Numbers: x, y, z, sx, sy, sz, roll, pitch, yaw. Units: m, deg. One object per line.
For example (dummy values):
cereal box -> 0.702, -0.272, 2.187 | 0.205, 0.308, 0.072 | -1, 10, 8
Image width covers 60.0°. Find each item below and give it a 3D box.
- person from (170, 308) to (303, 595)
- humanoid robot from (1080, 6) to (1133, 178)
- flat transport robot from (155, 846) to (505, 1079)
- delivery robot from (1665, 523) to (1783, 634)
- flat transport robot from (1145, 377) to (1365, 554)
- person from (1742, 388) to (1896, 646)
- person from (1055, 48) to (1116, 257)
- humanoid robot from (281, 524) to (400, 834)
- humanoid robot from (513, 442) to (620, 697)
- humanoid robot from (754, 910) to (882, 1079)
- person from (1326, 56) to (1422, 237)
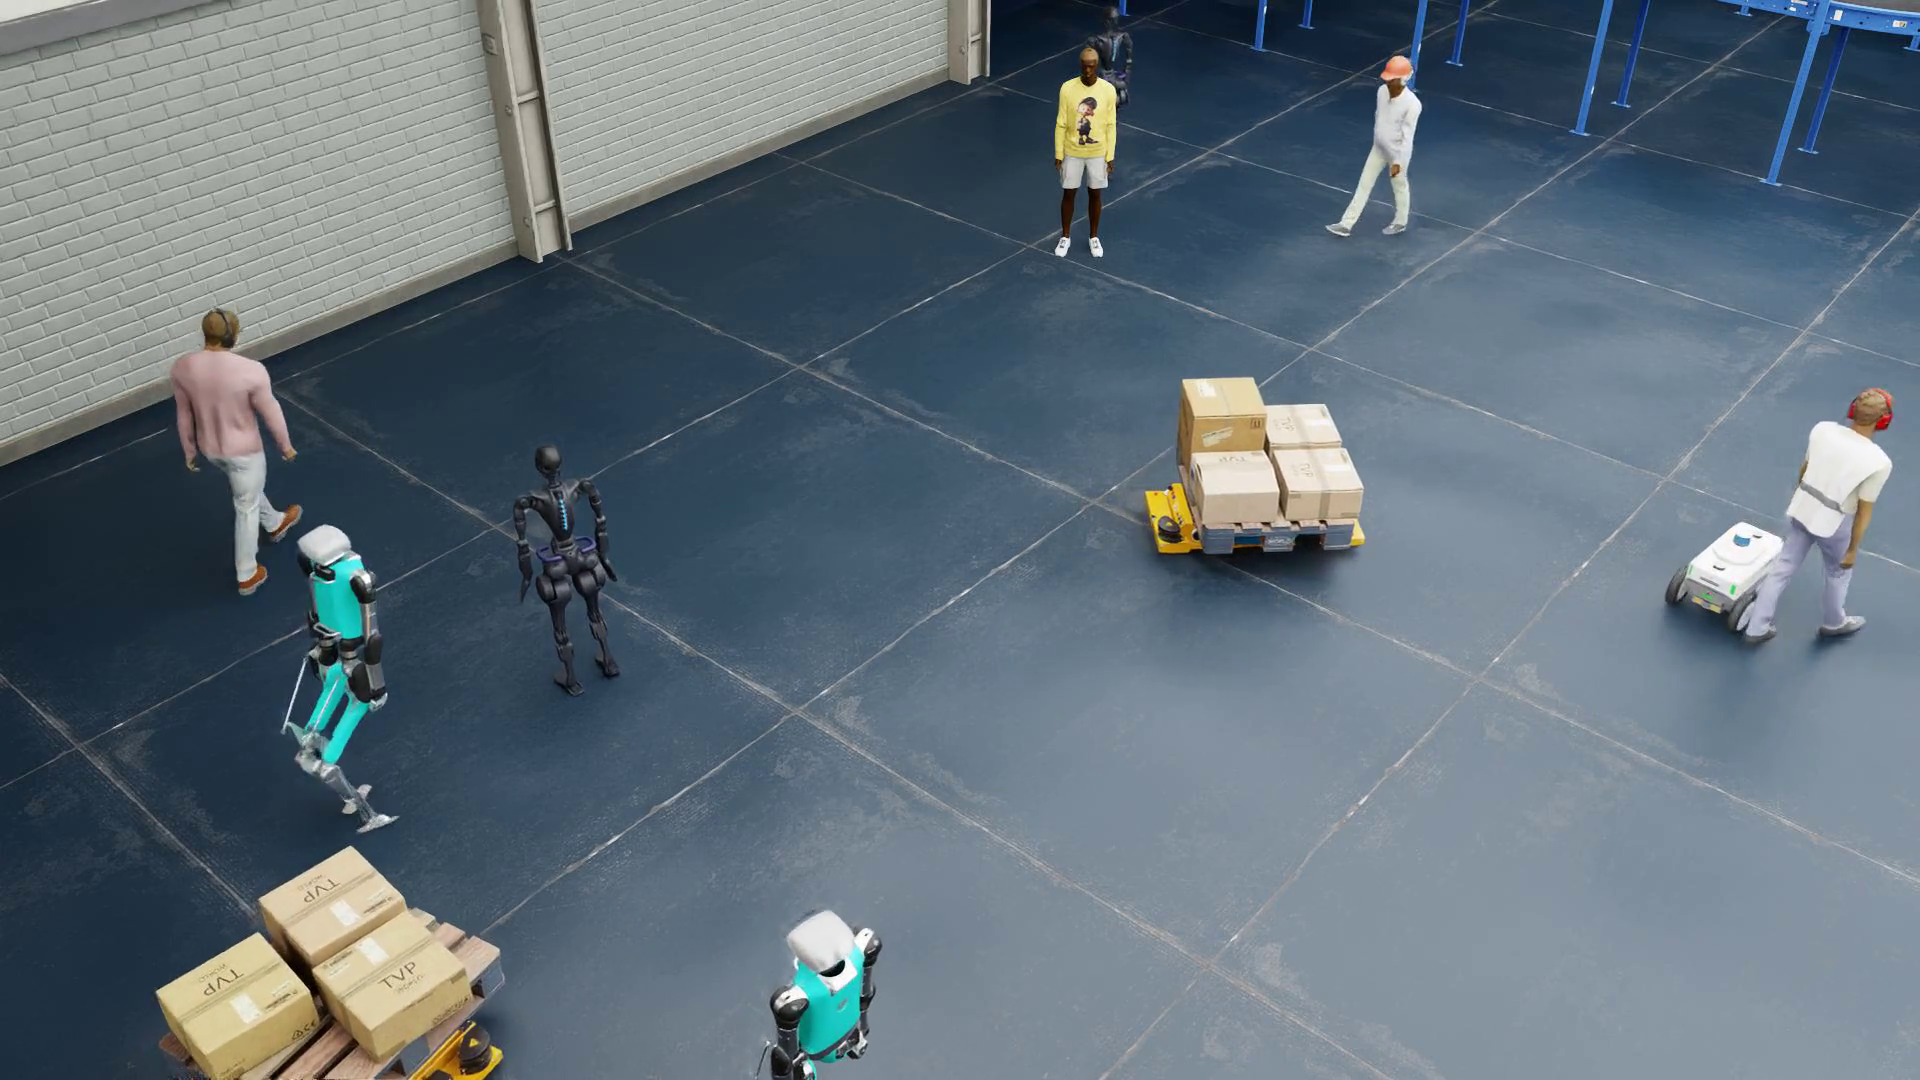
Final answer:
person -> -4.695, -0.631, 10.881 | 0.648, 1.882, 0.992 | 7, 36, 10
humanoid robot -> 1.411, -4.481, 16.503 | 0.600, 1.628, 0.787 | -14, 38, -19
flat transport robot -> -2.982, 2.400, 8.018 | 1.431, 0.231, 0.659 | 18, 39, 24
delivery robot -> 5.028, 0.202, 10.849 | 0.765, 0.585, 0.499 | -29, 44, -34
flat transport robot -> 2.055, -0.188, 11.652 | 1.431, 0.231, 0.659 | -2, 36, -3
person -> 5.403, -0.132, 10.248 | 0.898, 1.796, 0.594 | -14, 38, -18
person -> 1.110, -3.445, 14.822 | 0.547, 1.899, 0.373 | 1, 35, 2
humanoid robot -> -3.425, 0.813, 8.988 | 0.530, 1.788, 0.734 | 21, 40, 26
humanoid robot -> -2.349, 0.174, 9.935 | 0.584, 1.646, 0.368 | -19, 40, -25
humanoid robot -> -0.714, 2.163, 7.153 | 0.783, 1.849, 0.542 | 29, 45, 34
person -> 3.846, -3.542, 15.113 | 0.878, 1.701, 0.590 | -17, 39, -22
